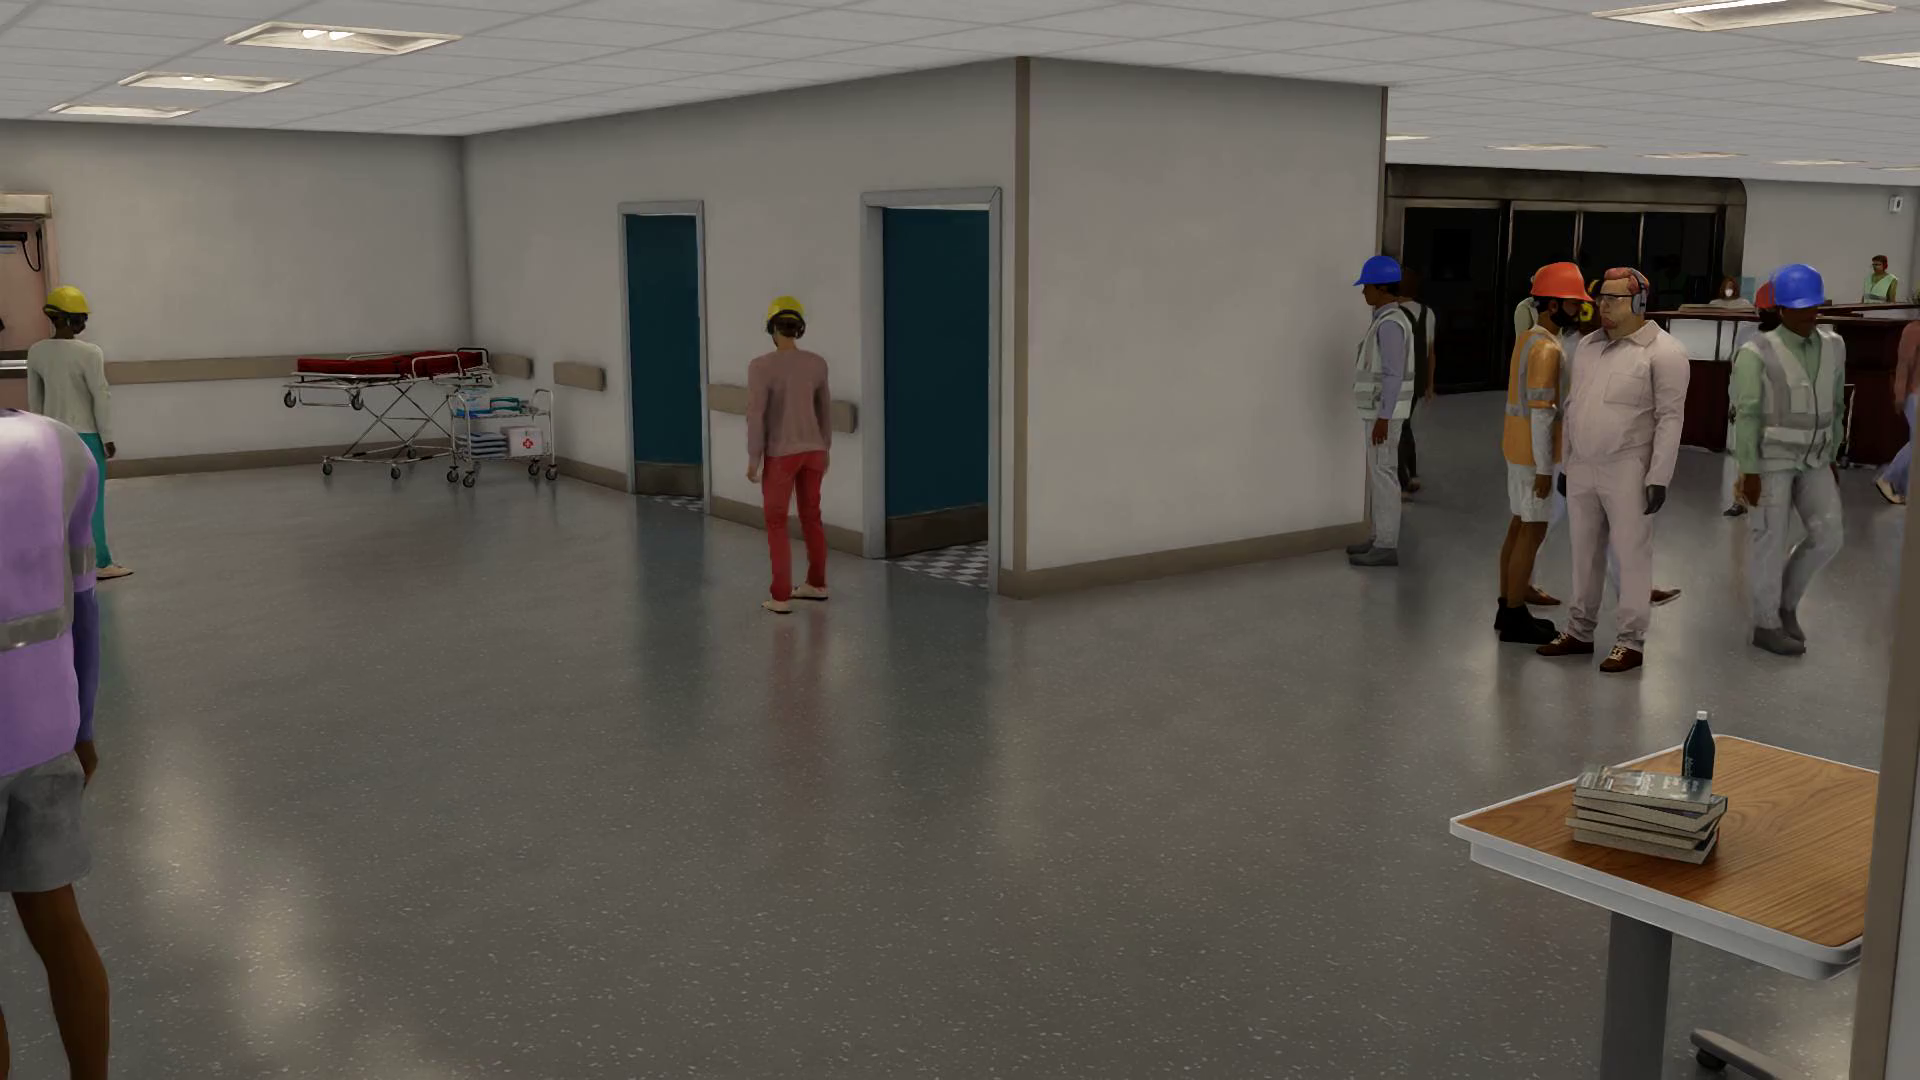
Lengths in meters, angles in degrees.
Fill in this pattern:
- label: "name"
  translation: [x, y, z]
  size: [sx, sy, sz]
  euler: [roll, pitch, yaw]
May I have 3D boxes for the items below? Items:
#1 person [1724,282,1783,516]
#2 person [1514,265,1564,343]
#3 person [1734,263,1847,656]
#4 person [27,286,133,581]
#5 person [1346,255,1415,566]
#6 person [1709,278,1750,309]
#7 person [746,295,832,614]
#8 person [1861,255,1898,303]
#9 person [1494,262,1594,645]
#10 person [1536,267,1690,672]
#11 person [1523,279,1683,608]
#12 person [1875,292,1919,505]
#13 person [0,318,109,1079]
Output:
- label: "person"
  translation: [5.884, -1.007, 12.164]
  size: [0.361, 1.742, 0.563]
  euler: [-8, 13, -38]
- label: "person"
  translation: [5.251, -1.567, 15.064]
  size: [0.588, 1.827, 0.403]
  euler: [-9, 13, -40]
- label: "person"
  translation: [4.045, -0.374, 8.105]
  size: [0.638, 1.922, 0.436]
  euler: [-3, 10, -14]
- label: "person"
  translation: [-5.321, -0.635, 10.012]
  size: [0.527, 1.767, 0.331]
  euler: [2, 10, 13]
- label: "person"
  translation: [2.646, -0.807, 10.467]
  size: [0.396, 1.943, 0.618]
  euler: [2, 10, 12]
- label: "person"
  translation: [9.619, -2.495, 20.911]
  size: [0.521, 1.583, 0.871]
  euler: [7, 12, 33]
- label: "person"
  translation: [-0.961, -0.477, 9.200]
  size: [0.567, 1.743, 0.430]
  euler: [-9, 14, -42]
- label: "person"
  translation: [14.130, -3.461, 25.635]
  size: [0.390, 1.840, 0.565]
  euler: [-4, 11, -21]
- label: "person"
  translation: [2.958, -0.434, 8.443]
  size: [0.390, 1.930, 0.546]
  euler: [2, 10, 10]
- label: "person"
  translation: [3.099, -0.334, 7.928]
  size: [0.407, 1.910, 0.639]
  euler: [-5, 11, -28]
- label: "person"
  translation: [3.454, -0.491, 9.028]
  size: [0.953, 1.819, 0.563]
  euler: [9, 14, 42]
- label: "person"
  translation: [7.369, -1.106, 12.711]
  size: [0.525, 1.755, 0.369]
  euler: [-6, 12, -31]
- label: "person"
  translation: [-2.037, 0.412, 3.420]
  size: [0.410, 2.032, 0.609]
  euler: [3, 11, 17]
